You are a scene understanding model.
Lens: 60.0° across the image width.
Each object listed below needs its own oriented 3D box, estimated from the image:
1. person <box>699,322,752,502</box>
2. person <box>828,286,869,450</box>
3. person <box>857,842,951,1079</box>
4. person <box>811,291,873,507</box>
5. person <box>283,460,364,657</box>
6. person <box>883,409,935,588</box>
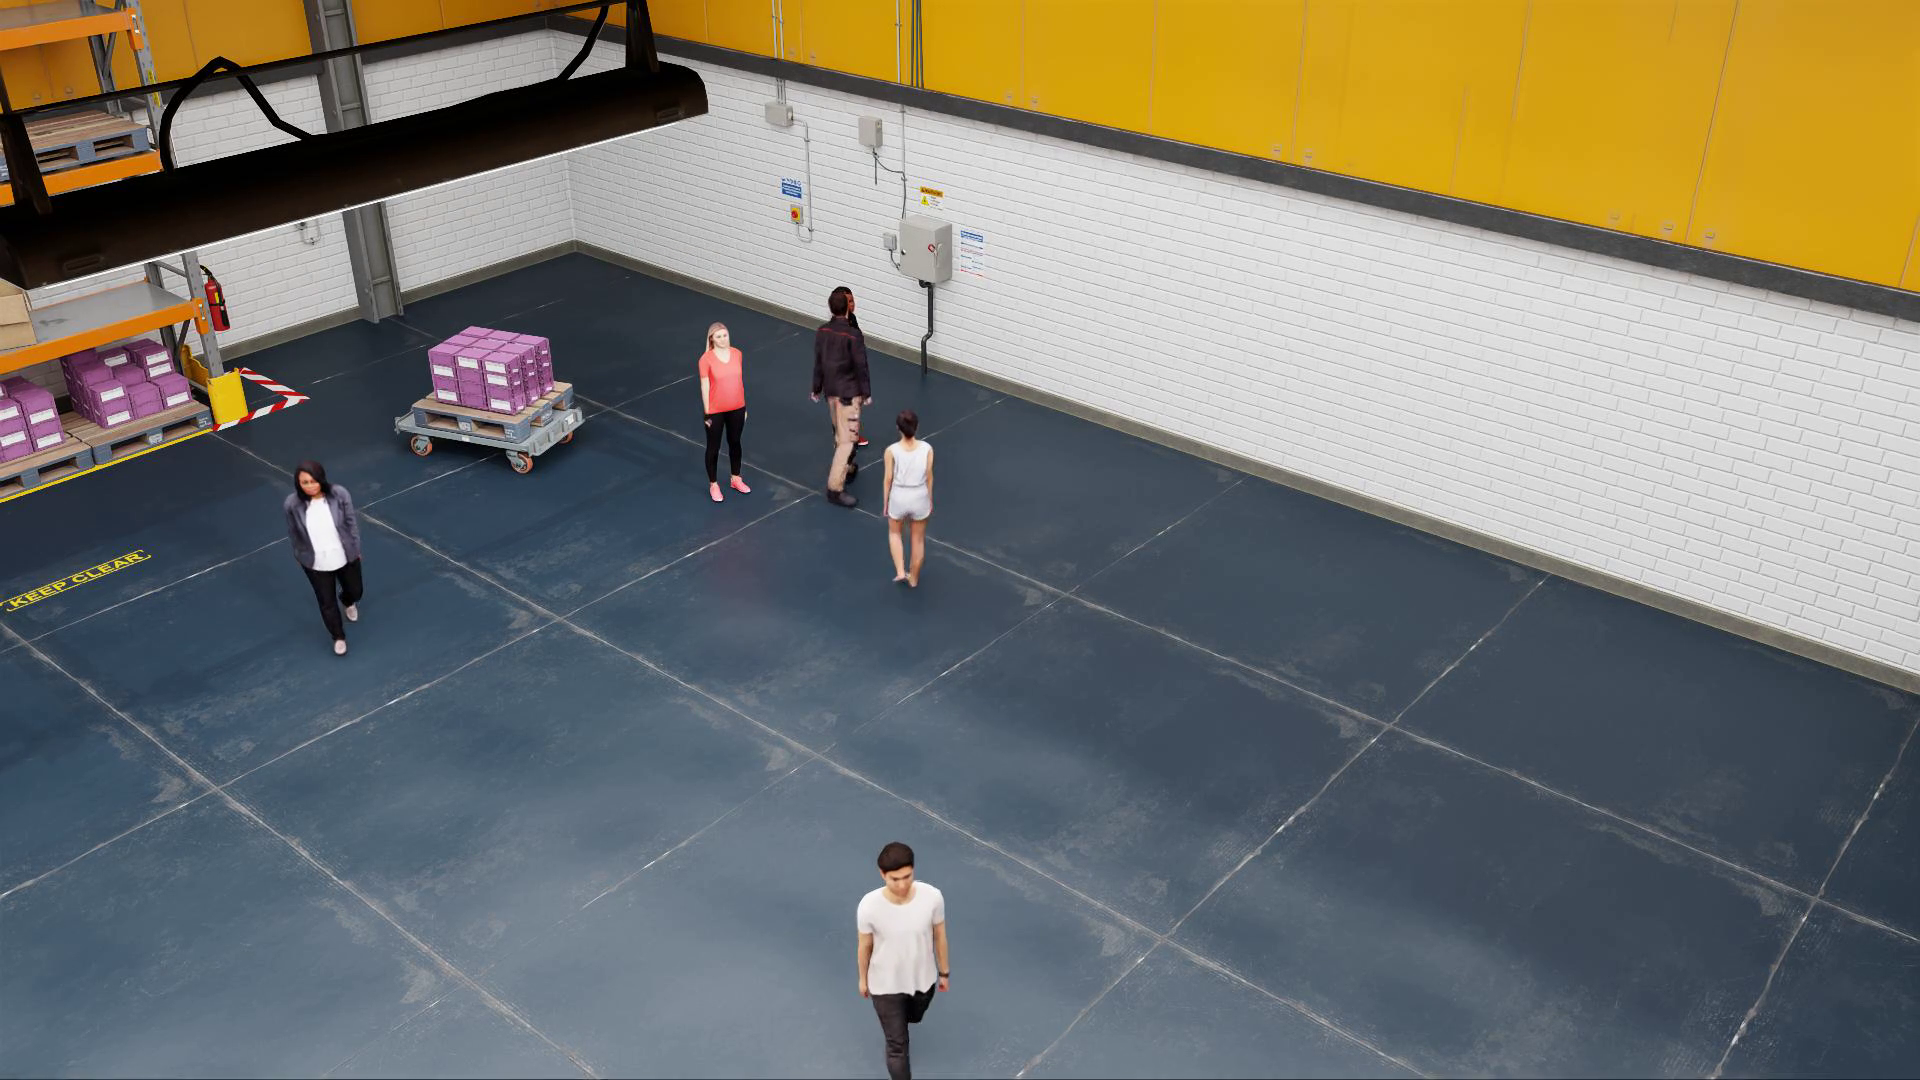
[{"bbox_3d":[-2.179,-1.202,15.315,0.561,1.693,0.707,-18,33,-30],"label":"person"},{"bbox_3d":[-1.124,-1.669,16.191,0.692,1.674,0.534,16,32,26],"label":"person"},{"bbox_3d":[-0.313,2.283,8.931,1.101,1.689,1.072,-8,30,-14],"label":"person"},{"bbox_3d":[-1.111,-1.301,15.292,0.808,1.888,0.962,21,35,33],"label":"person"},{"bbox_3d":[-4.952,0.092,13.058,0.908,1.582,0.910,-13,31,-23],"label":"person"},{"bbox_3d":[-0.417,-0.300,13.741,0.696,1.617,0.759,-3,29,-6],"label":"person"}]
